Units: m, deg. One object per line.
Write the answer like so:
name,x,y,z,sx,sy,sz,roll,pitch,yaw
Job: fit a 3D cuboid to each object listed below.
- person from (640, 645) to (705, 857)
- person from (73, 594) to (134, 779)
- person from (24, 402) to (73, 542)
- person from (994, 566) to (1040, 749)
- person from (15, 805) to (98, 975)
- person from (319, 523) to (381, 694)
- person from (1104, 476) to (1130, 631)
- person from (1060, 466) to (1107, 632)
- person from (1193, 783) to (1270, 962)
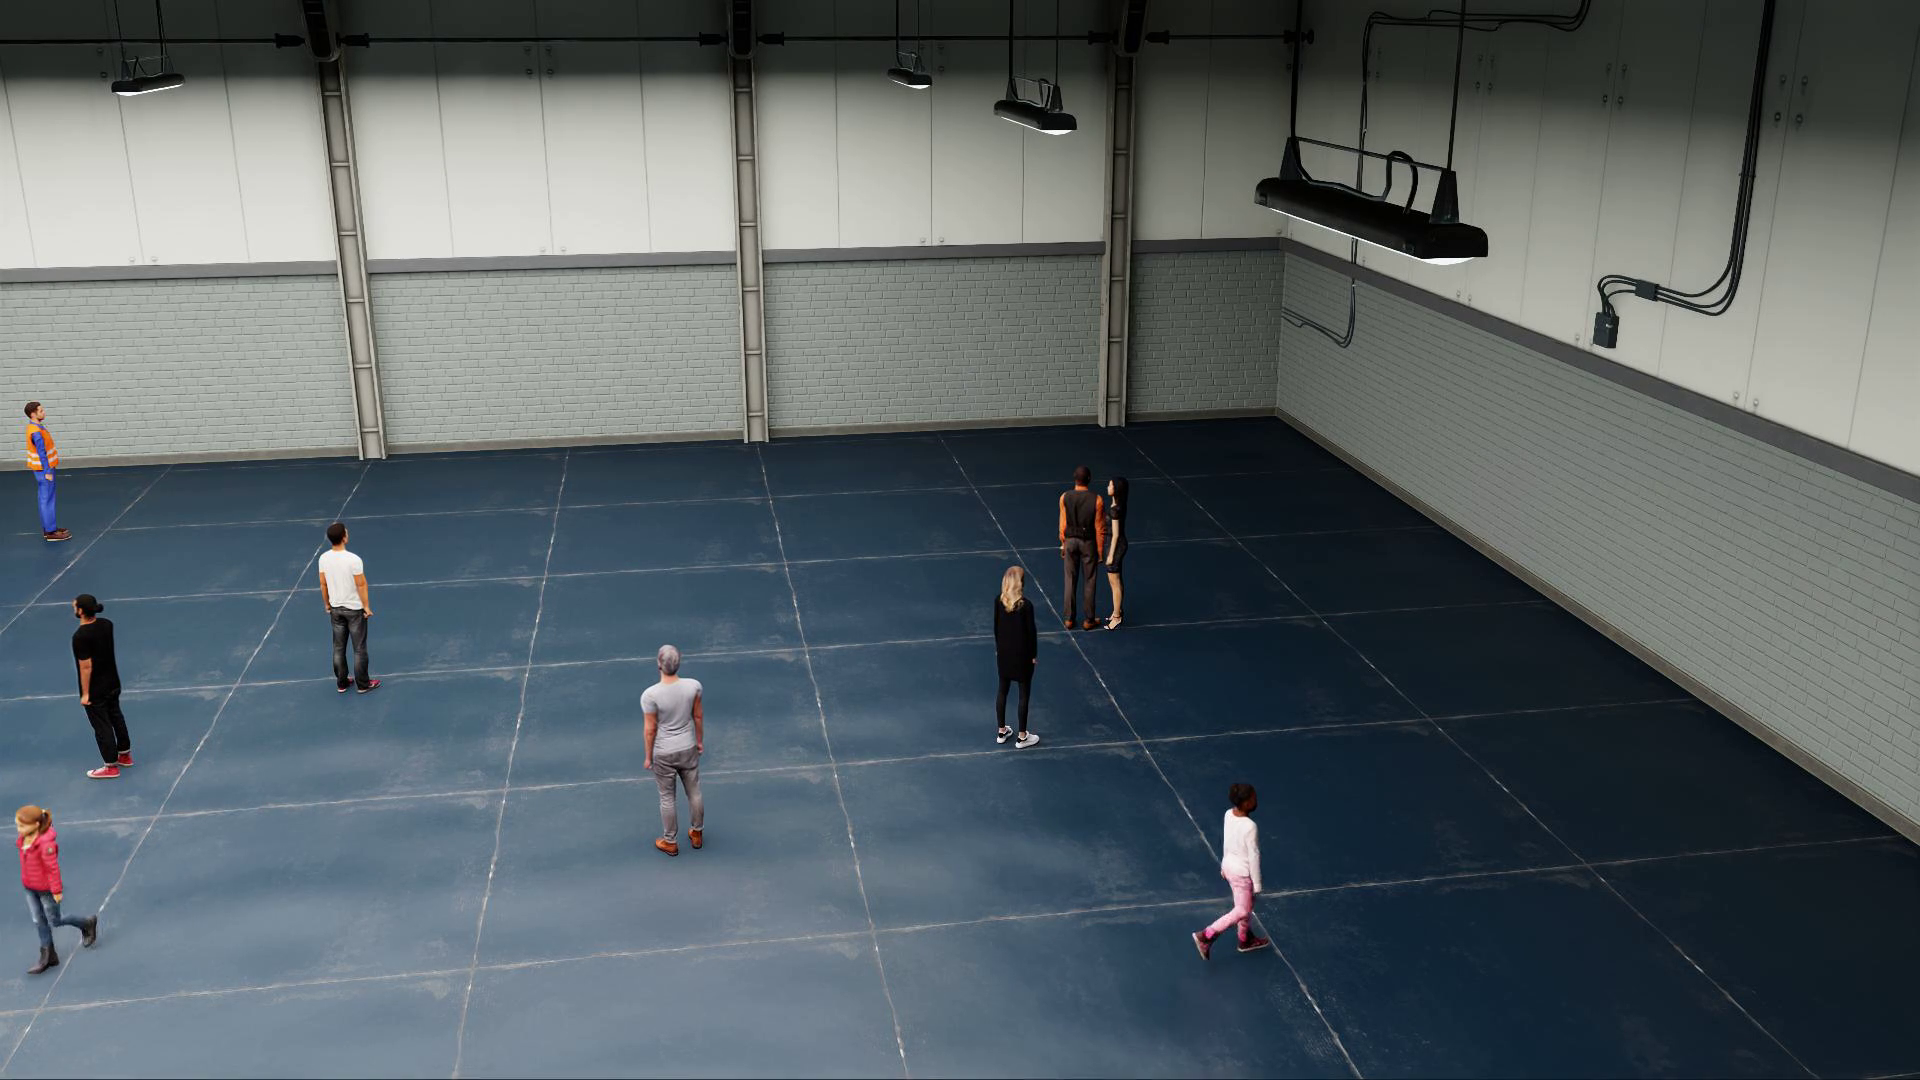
person,-2.376,1.748,13.873,0.646,1.831,0.825,-10,21,-29
person,-7.909,1.323,15.295,0.666,1.758,0.688,2,18,5
person,-12.138,-0.928,22.036,0.728,1.864,0.767,-12,22,-33
person,0.521,1.107,15.888,0.676,1.802,0.736,12,22,33
person,-6.725,2.537,12.302,0.801,1.304,0.818,9,20,25
person,-6.337,0.694,17.156,0.601,1.803,0.770,3,18,10
person,1.773,0.136,18.886,0.607,1.792,0.653,3,18,10
person,1.376,0.082,18.864,0.715,1.908,0.844,5,19,16
person,2.029,2.466,12.316,0.932,1.429,0.629,-6,19,-18
